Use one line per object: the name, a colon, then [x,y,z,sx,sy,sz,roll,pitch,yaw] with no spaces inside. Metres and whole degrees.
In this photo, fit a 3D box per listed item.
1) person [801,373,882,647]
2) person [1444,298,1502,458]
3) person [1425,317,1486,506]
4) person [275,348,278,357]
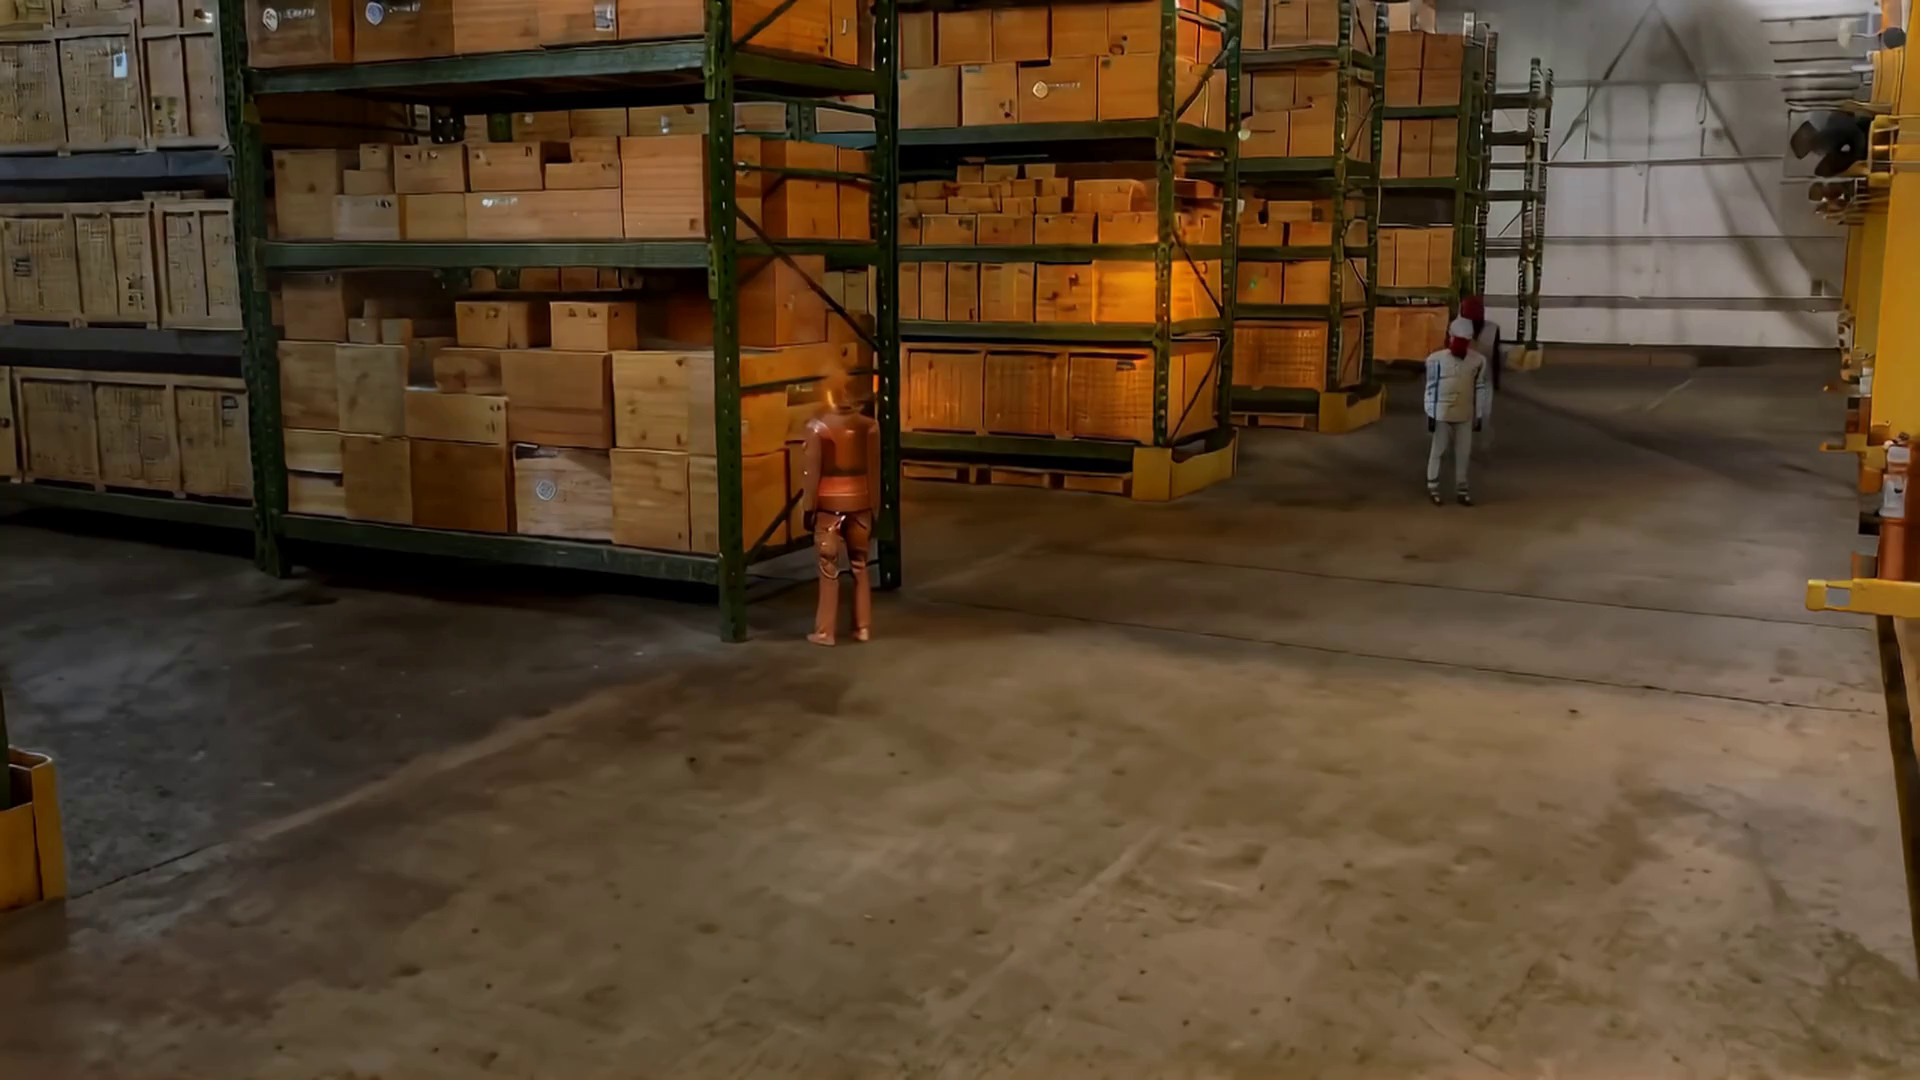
person: [-0.696,-0.180,9.905,0.524,1.631,0.318,-6,12,-32]
person: [5.826,-1.837,18.926,0.660,1.825,0.463,1,10,7]
person: [4.564,-1.172,15.320,0.567,1.744,0.352,-1,10,-3]
person: [-7.983,-1.980,19.483,0.390,1.930,0.541,-3,10,-15]
